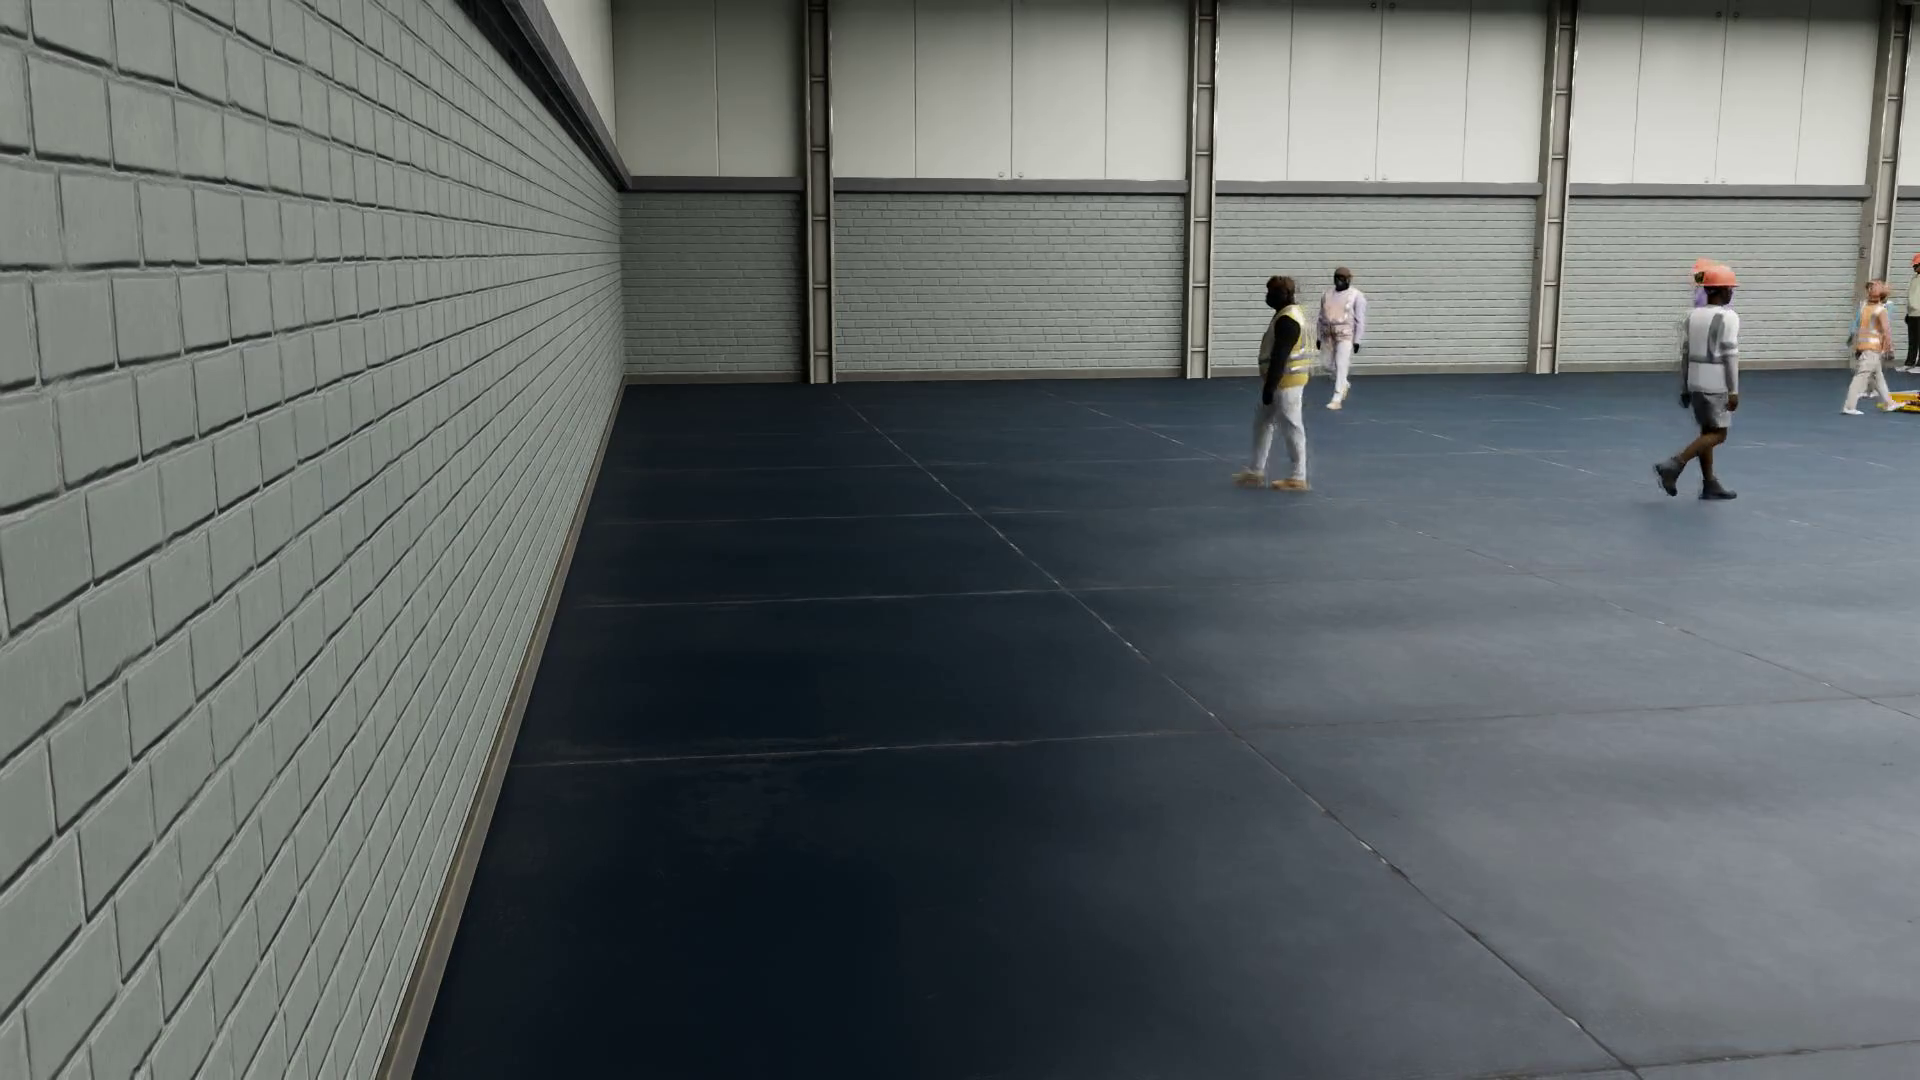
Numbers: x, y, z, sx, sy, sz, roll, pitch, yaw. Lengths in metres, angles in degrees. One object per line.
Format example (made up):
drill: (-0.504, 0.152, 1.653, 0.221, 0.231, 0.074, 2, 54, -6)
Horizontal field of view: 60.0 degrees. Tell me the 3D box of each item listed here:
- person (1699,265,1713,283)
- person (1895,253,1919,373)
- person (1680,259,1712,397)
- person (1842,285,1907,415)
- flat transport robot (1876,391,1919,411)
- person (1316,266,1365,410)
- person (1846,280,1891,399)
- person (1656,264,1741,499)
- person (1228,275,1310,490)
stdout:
person: (10.541, -2.972, 23.519, 0.327, 1.842, 0.511, 0, 10, 1)
person: (15.976, -3.780, 27.734, 0.388, 1.996, 0.612, 0, 10, 0)
person: (10.115, -2.886, 22.805, 0.664, 1.912, 0.588, 0, 10, 0)
person: (11.343, -2.330, 20.505, 0.835, 1.592, 0.544, 1, 10, 5)
flat transport robot: (12.387, -1.780, 21.181, 1.431, 0.197, 0.652, -6, 12, -33)
person: (4.905, -2.602, 21.423, 0.643, 1.827, 0.627, 9, 13, 43)
person: (12.521, -2.755, 22.885, 0.373, 1.632, 0.537, -2, 10, -13)
person: (6.001, -1.255, 13.422, 0.724, 1.923, 0.555, -2, 10, -12)
person: (2.603, -1.321, 14.082, 0.783, 1.814, 0.661, 2, 10, 10)
